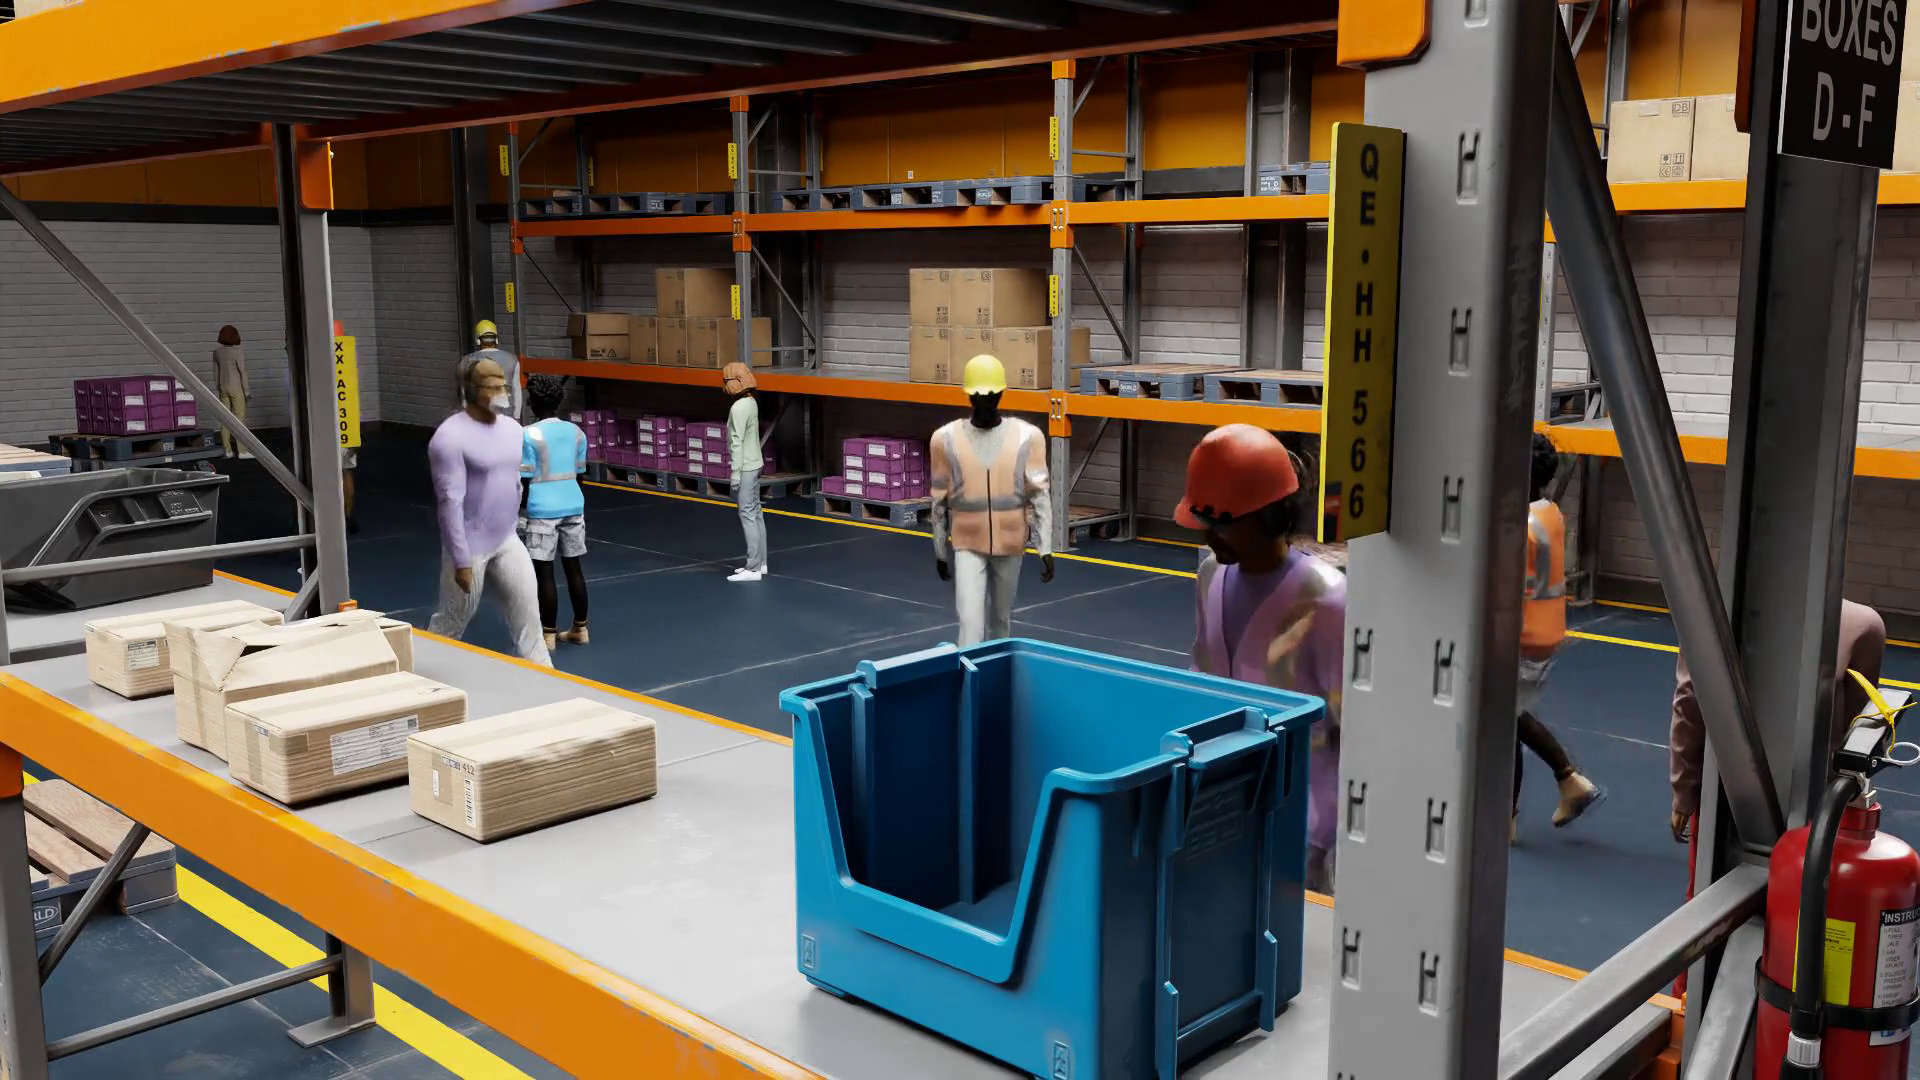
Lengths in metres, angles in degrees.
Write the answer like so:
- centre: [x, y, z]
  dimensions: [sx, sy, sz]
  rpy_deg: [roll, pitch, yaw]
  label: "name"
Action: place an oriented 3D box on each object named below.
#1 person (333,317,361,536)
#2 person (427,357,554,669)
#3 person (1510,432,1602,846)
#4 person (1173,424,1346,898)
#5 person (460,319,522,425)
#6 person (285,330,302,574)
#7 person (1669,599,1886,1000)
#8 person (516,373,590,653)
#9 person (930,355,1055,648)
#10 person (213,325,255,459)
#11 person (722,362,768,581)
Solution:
- centre: [-5.375, -0.932, 14.131]
  dimensions: [0.547, 1.916, 0.850]
  rpy_deg: [-1, 9, -4]
  label: "person"
- centre: [-2.322, 0.044, 8.234]
  dimensions: [1.029, 1.881, 0.658]
  rpy_deg: [5, 10, 26]
  label: "person"
- centre: [2.263, 0.401, 6.606]
  dimensions: [0.447, 1.686, 0.548]
  rpy_deg: [6, 11, 32]
  label: "person"
- centre: [0.811, 0.661, 4.246]
  dimensions: [1.133, 1.962, 0.679]
  rpy_deg: [-4, 10, -21]
  label: "person"
- centre: [-4.559, -1.227, 16.187]
  dimensions: [0.587, 1.828, 0.404]
  rpy_deg: [-5, 11, -29]
  label: "person"
- centre: [-4.914, -0.703, 12.702]
  dimensions: [0.370, 1.915, 0.597]
  rpy_deg: [-2, 10, -14]
  label: "person"
- centre: [2.199, 0.707, 4.522]
  dimensions: [0.523, 1.769, 0.309]
  rpy_deg: [2, 9, 11]
  label: "person"
- centre: [-2.470, -0.165, 10.105]
  dimensions: [0.324, 1.688, 0.530]
  rpy_deg: [6, 11, 32]
  label: "person"
- centre: [0.158, 0.028, 8.310]
  dimensions: [0.615, 1.877, 0.960]
  rpy_deg: [0, 9, -2]
  label: "person"
- centre: [-8.865, -1.801, 20.293]
  dimensions: [0.500, 1.636, 0.280]
  rpy_deg: [3, 10, 20]
  label: "person"
- centre: [-1.616, -0.509, 12.417]
  dimensions: [0.289, 1.626, 0.498]
  rpy_deg: [1, 9, 4]
  label: "person"
